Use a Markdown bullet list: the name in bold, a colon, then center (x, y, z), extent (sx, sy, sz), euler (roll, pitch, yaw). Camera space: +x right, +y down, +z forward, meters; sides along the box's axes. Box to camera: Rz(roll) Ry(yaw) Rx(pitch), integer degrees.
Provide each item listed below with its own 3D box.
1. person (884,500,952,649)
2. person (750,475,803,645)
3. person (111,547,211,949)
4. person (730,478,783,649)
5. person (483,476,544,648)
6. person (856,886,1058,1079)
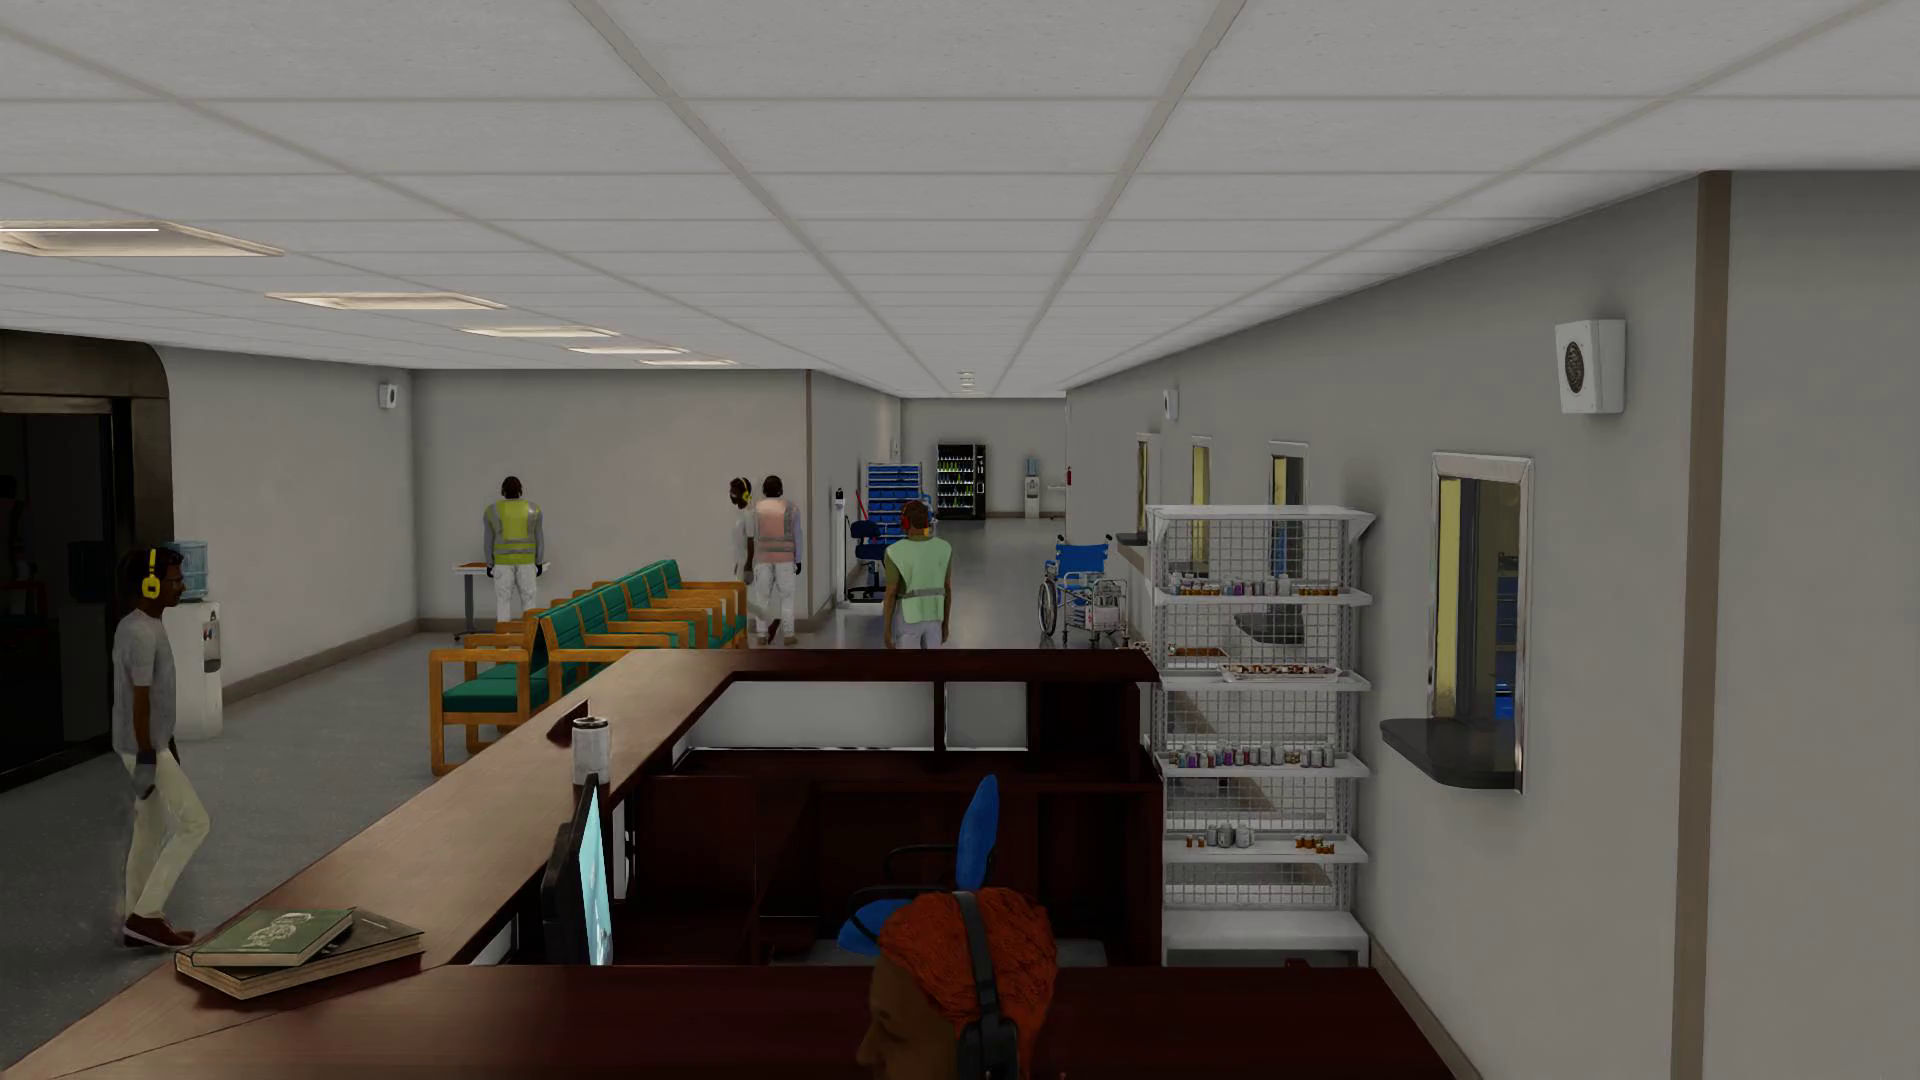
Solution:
- **person**: center (-0.308, 0.626, 12.348), extent (0.562, 1.837, 0.389), euler (-2, 5, -31)
- **person**: center (-2.004, 0.221, 17.960), extent (0.627, 1.845, 0.429), euler (0, 4, 0)
- **person**: center (-3.670, 0.957, 7.616), extent (0.418, 1.855, 0.511), euler (-3, 5, -34)
- **person**: center (-2.207, 0.265, 17.336), extent (0.617, 1.840, 0.543), euler (-1, 4, -12)
- **person**: center (-4.743, 0.240, 17.690), extent (0.627, 1.845, 0.429), euler (-1, 4, -19)
- **person**: center (-0.043, 1.340, 2.026), extent (0.571, 1.866, 0.592), euler (0, 4, -4)
